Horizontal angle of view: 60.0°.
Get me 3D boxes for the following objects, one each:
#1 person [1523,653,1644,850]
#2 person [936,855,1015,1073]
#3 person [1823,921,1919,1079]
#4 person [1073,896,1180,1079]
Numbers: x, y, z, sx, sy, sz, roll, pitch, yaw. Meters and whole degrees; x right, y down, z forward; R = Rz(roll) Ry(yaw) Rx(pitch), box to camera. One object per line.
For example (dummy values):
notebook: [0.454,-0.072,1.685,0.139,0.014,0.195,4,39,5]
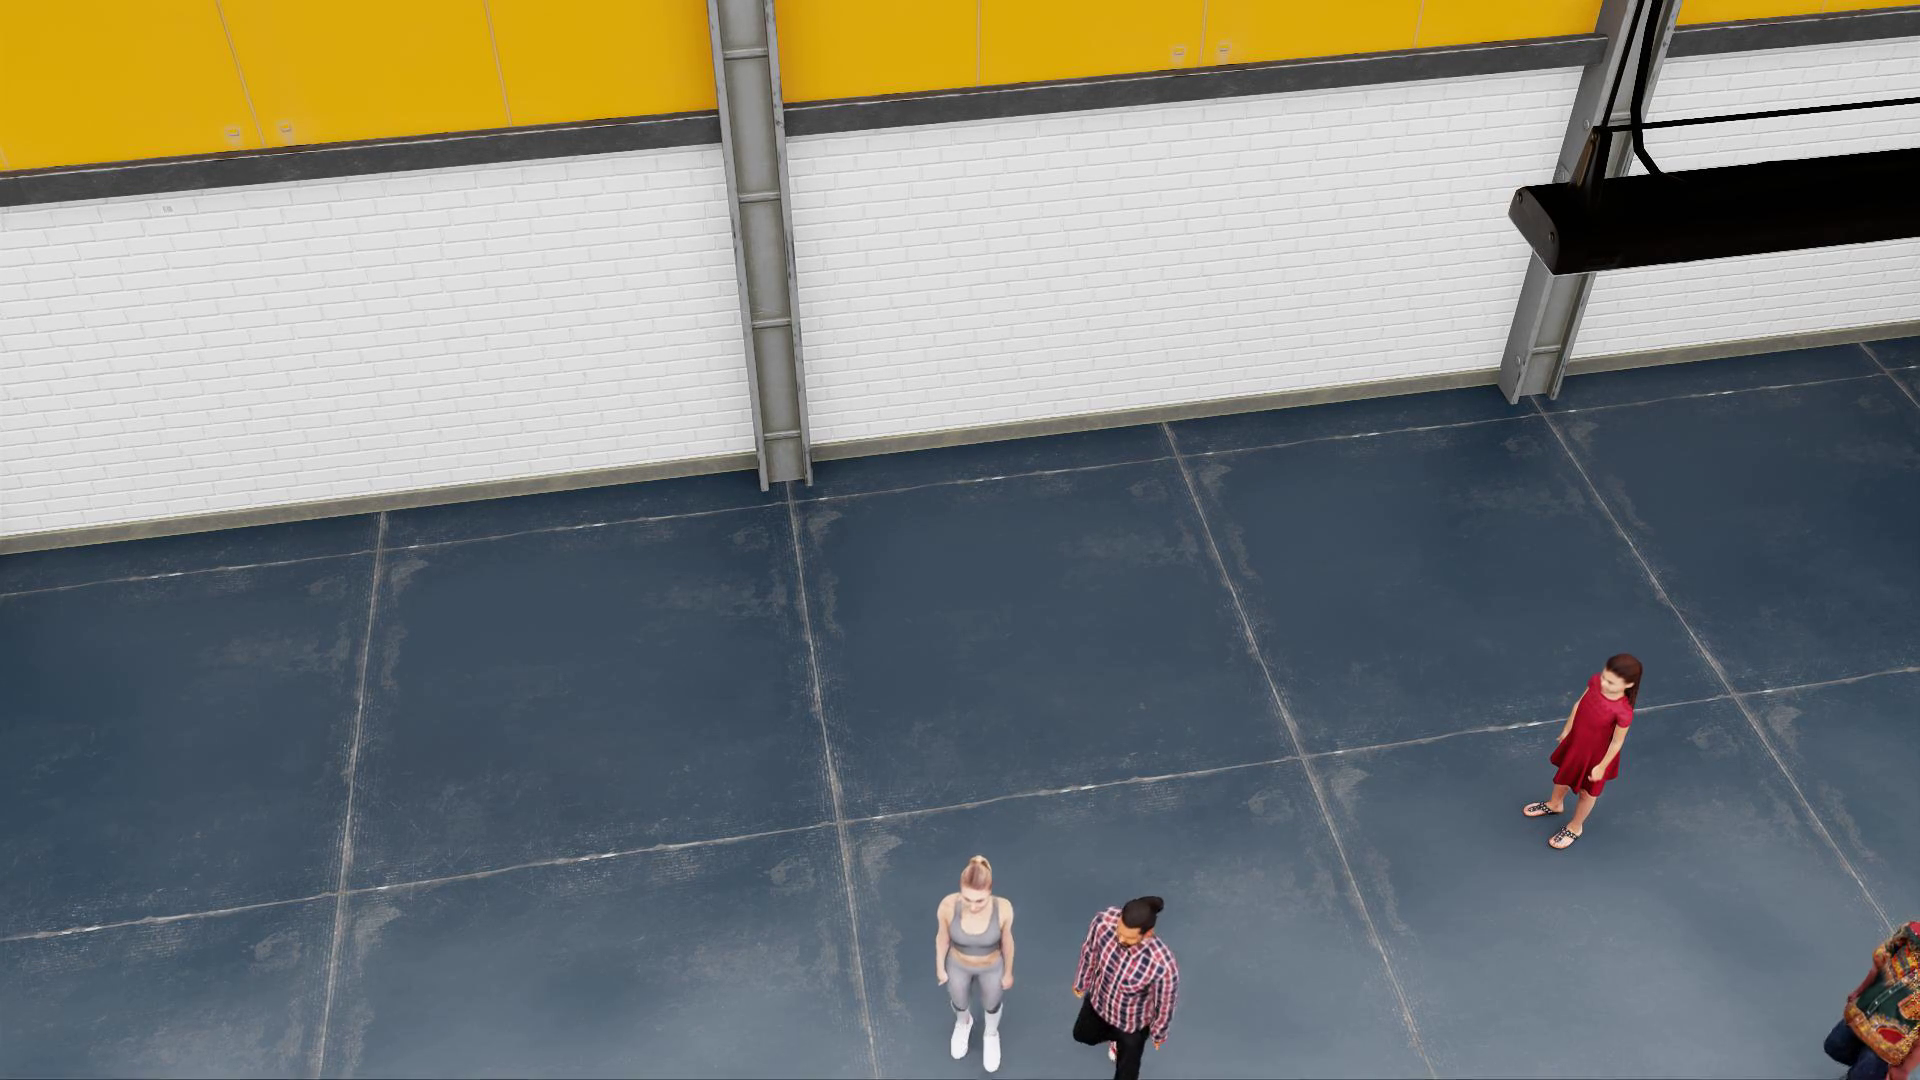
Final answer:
person: [3.713,1.199,9.772,0.660,1.556,0.598,-16,46,-16]
person: [0.092,2.181,8.637,0.555,1.700,0.660,1,44,1]
person: [4.745,2.412,8.327,0.748,1.794,0.676,-6,44,-6]
person: [0.847,2.312,8.461,0.925,1.753,0.991,29,51,27]
